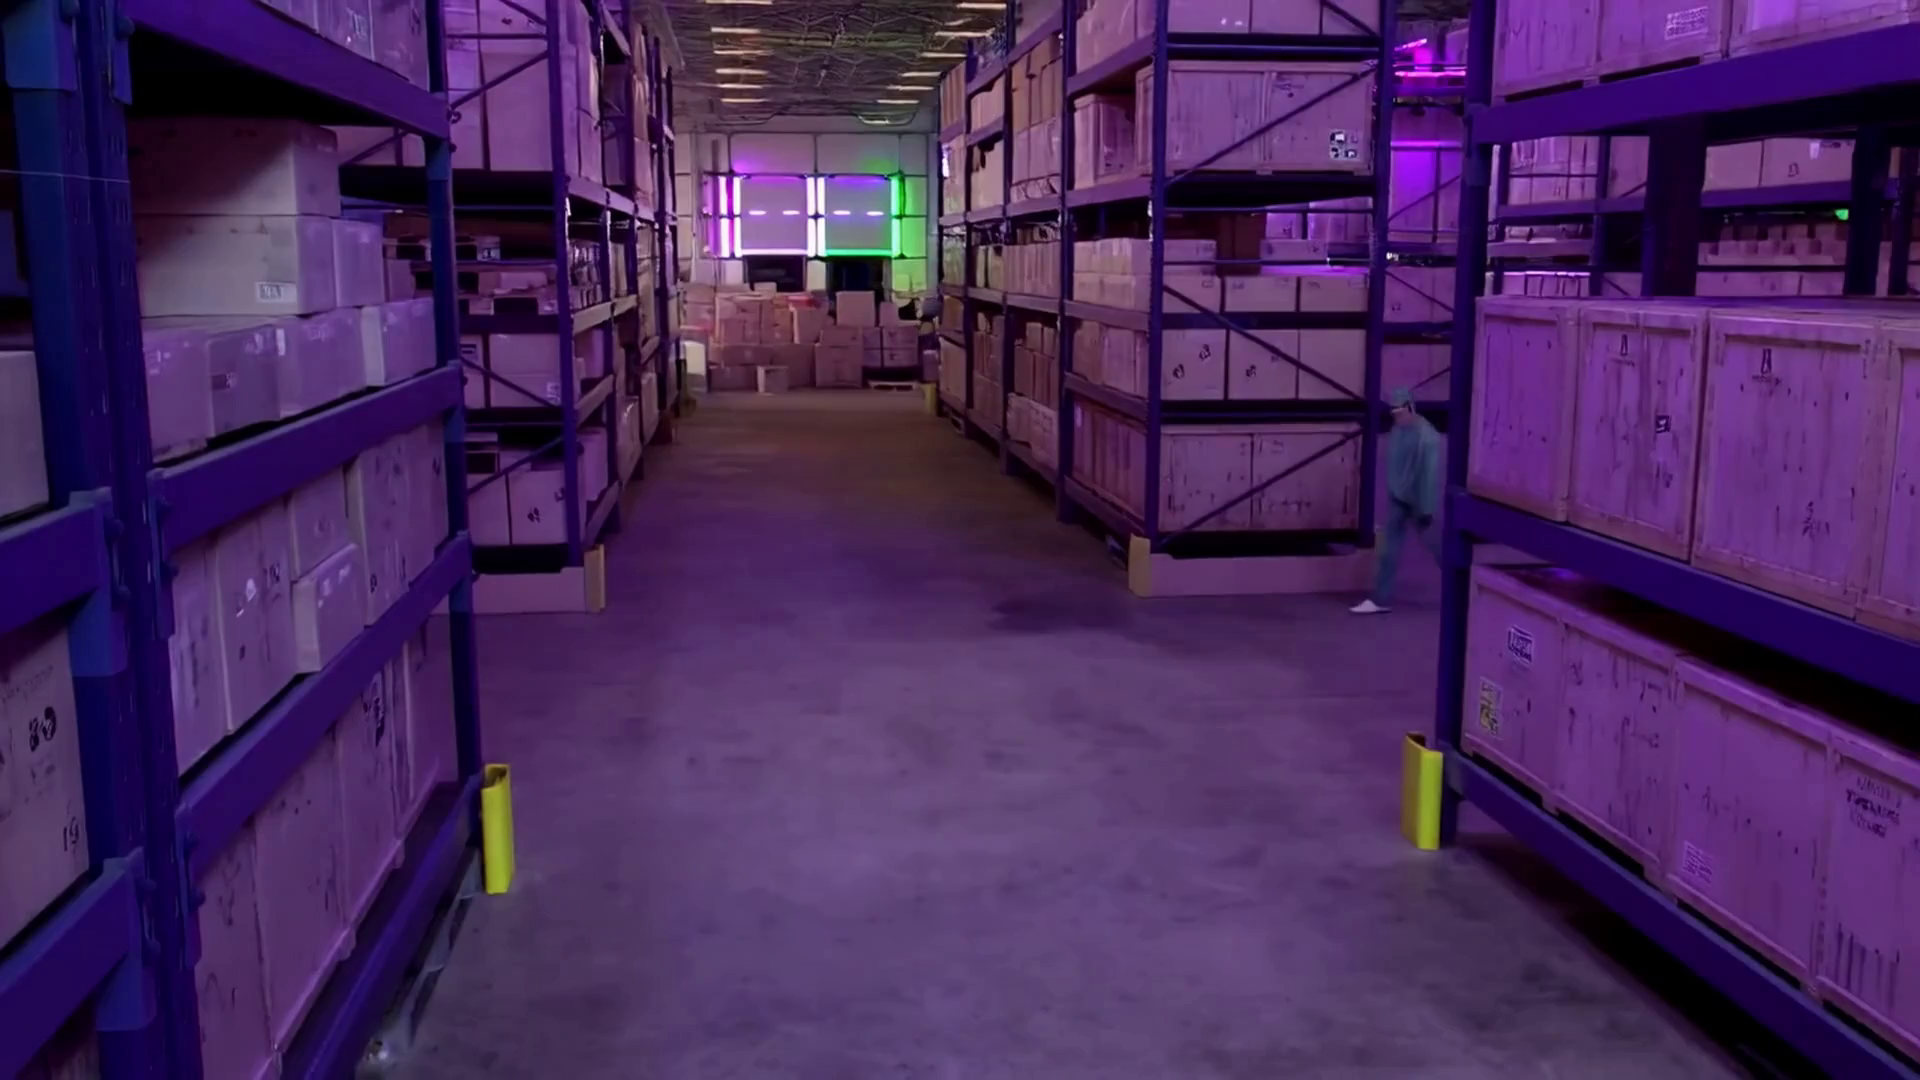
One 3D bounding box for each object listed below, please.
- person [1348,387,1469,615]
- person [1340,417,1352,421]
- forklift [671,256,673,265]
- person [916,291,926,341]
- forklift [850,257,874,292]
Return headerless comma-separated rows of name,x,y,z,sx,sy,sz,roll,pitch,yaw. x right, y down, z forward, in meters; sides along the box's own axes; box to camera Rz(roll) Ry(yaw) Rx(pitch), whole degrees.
person,3.689,-0.306,13.367,1.011,1.849,0.703,-3,10,-18
person,4.056,-1.056,18.145,0.317,1.700,0.538,-8,13,-40
forklift,-10.987,-9.066,61.344,1.129,2.768,1.873,-1,10,-7
person,-1.285,-7.527,55.843,0.412,1.683,0.560,-1,10,-4
forklift,-2.854,-6.885,48.650,1.873,2.768,1.129,-6,12,-32
